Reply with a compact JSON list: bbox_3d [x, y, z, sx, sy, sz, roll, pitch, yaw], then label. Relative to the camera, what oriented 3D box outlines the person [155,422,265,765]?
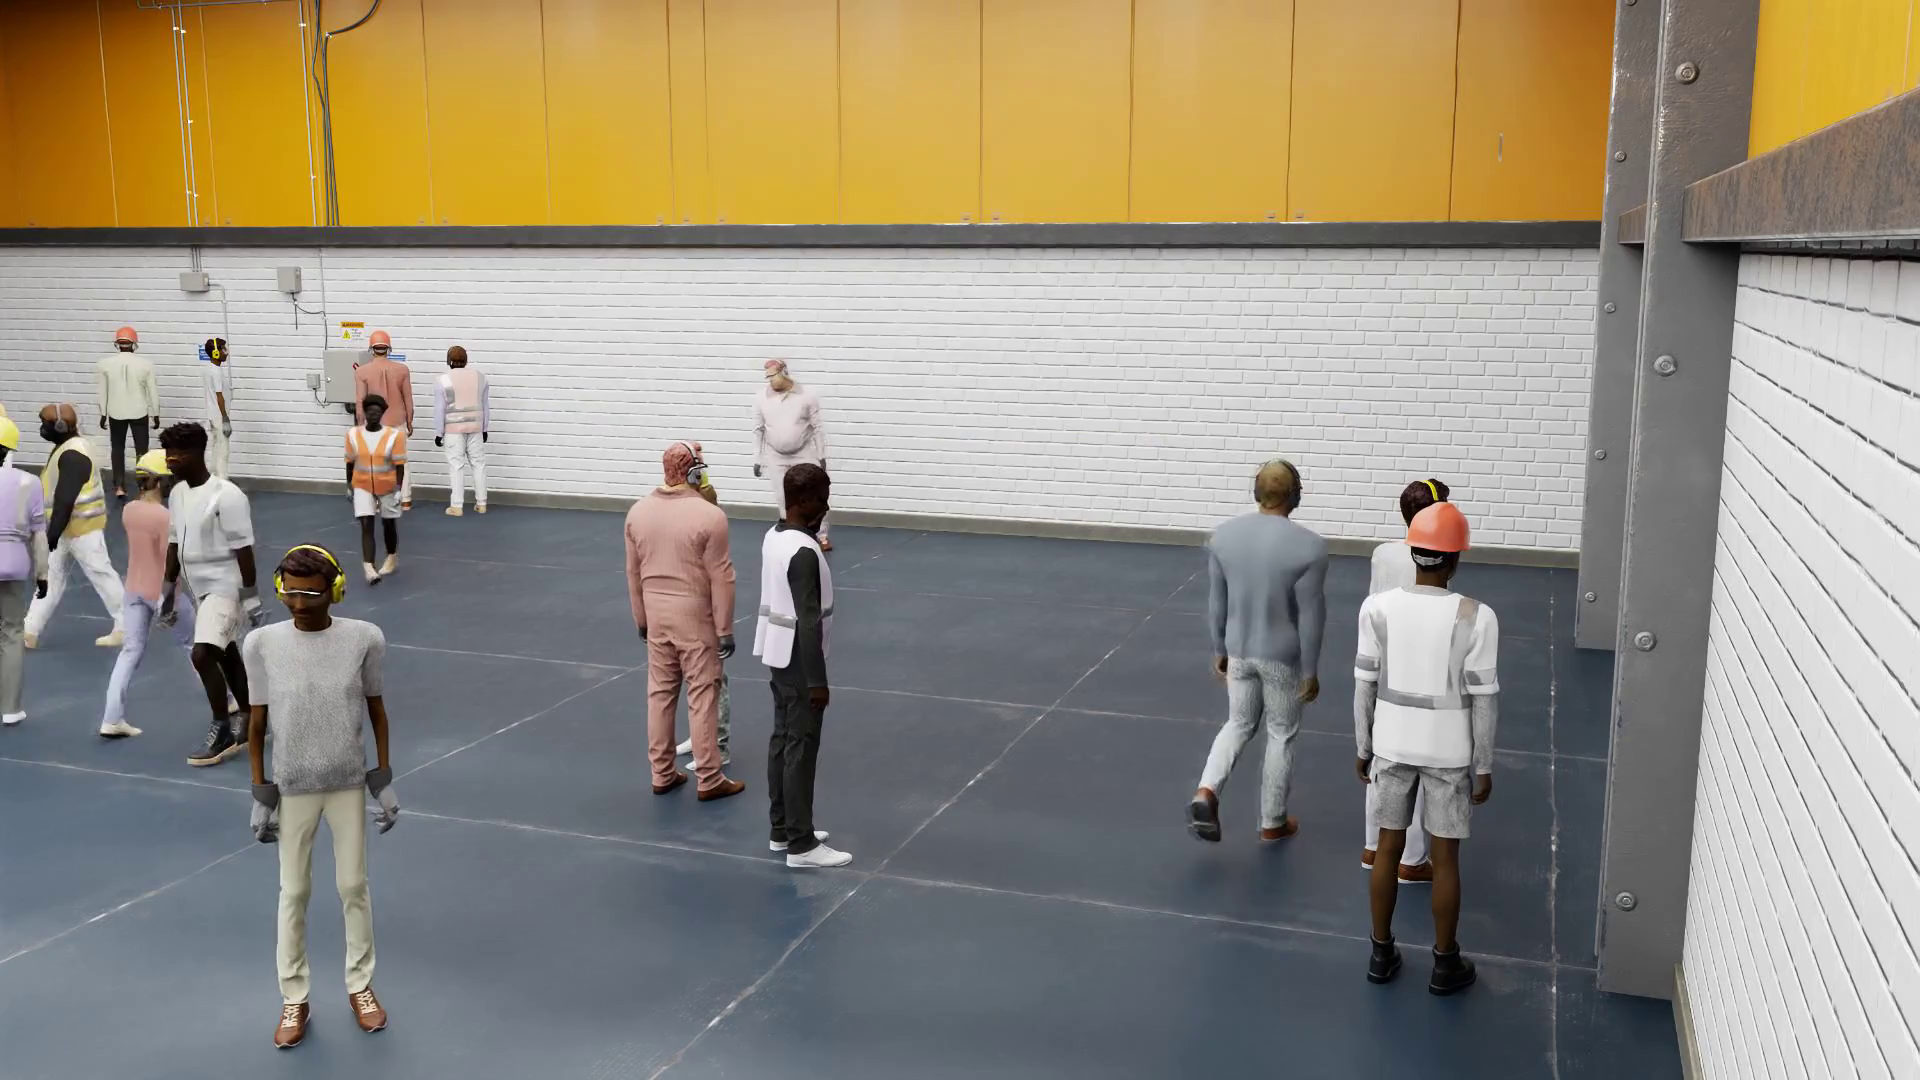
[{"bbox_3d":[-4.305,0.297,9.438,0.619,1.932,0.717,8,13,38],"label":"person"}]

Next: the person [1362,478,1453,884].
[{"bbox_3d":[2.082,0.644,7.677,0.310,1.868,0.533,-5,11,-28],"label":"person"}]

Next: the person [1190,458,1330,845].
[{"bbox_3d":[1.425,0.570,7.972,0.625,1.922,0.656,8,13,38],"label":"person"}]

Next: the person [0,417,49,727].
[{"bbox_3d":[-5.894,0.197,10.167,0.618,1.877,0.501,-8,13,-37],"label":"person"}]

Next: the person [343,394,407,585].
[{"bbox_3d":[-5.069,-0.454,14.457,0.538,1.651,0.822,-2,10,-10],"label":"person"}]

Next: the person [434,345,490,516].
[{"bbox_3d":[-5.409,-1.185,18.053,0.619,1.845,0.430,-8,13,-38],"label":"person"}]

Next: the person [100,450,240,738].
[{"bbox_3d":[-4.820,0.309,10.026,0.525,1.709,0.948,5,11,25],"label":"person"}]

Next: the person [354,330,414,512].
[{"bbox_3d":[-6.313,-1.300,18.267,0.611,1.996,0.378,-6,12,-29],"label":"person"}]

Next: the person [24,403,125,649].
[{"bbox_3d":[-6.475,-0.083,11.982,0.954,1.791,0.624,-7,12,-34],"label":"person"}]

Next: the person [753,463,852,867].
[{"bbox_3d":[-0.769,0.587,7.873,0.391,1.914,0.587,-4,11,-21],"label":"person"}]

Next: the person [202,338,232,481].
[{"bbox_3d":[-8.452,-1.371,19.035,0.328,1.868,0.510,-8,13,-37],"label":"person"}]

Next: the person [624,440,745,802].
[{"bbox_3d":[-1.442,0.425,8.807,0.643,1.908,0.399,5,11,28],"label":"person"}]

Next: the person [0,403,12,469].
[{"bbox_3d":[-8.569,-0.609,14.537,0.545,1.938,0.355,-3,10,-14],"label":"person"}]

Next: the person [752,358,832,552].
[{"bbox_3d":[-1.629,-0.797,15.817,0.700,1.864,0.433,0,10,0],"label":"person"}]

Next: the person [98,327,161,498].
[{"bbox_3d":[-9.571,-1.461,19.186,0.653,1.985,0.415,-4,11,-19],"label":"person"}]

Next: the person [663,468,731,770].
[{"bbox_3d":[-1.481,0.416,9.326,0.313,1.740,0.486,-4,11,-24],"label":"person"}]

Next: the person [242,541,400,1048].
[{"bbox_3d":[-2.341,0.924,6.131,0.521,1.861,0.336,-4,11,-22],"label":"person"}]

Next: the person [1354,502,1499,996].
[{"bbox_3d":[1.829,0.811,6.541,0.550,1.935,0.376,6,12,30],"label":"person"}]
